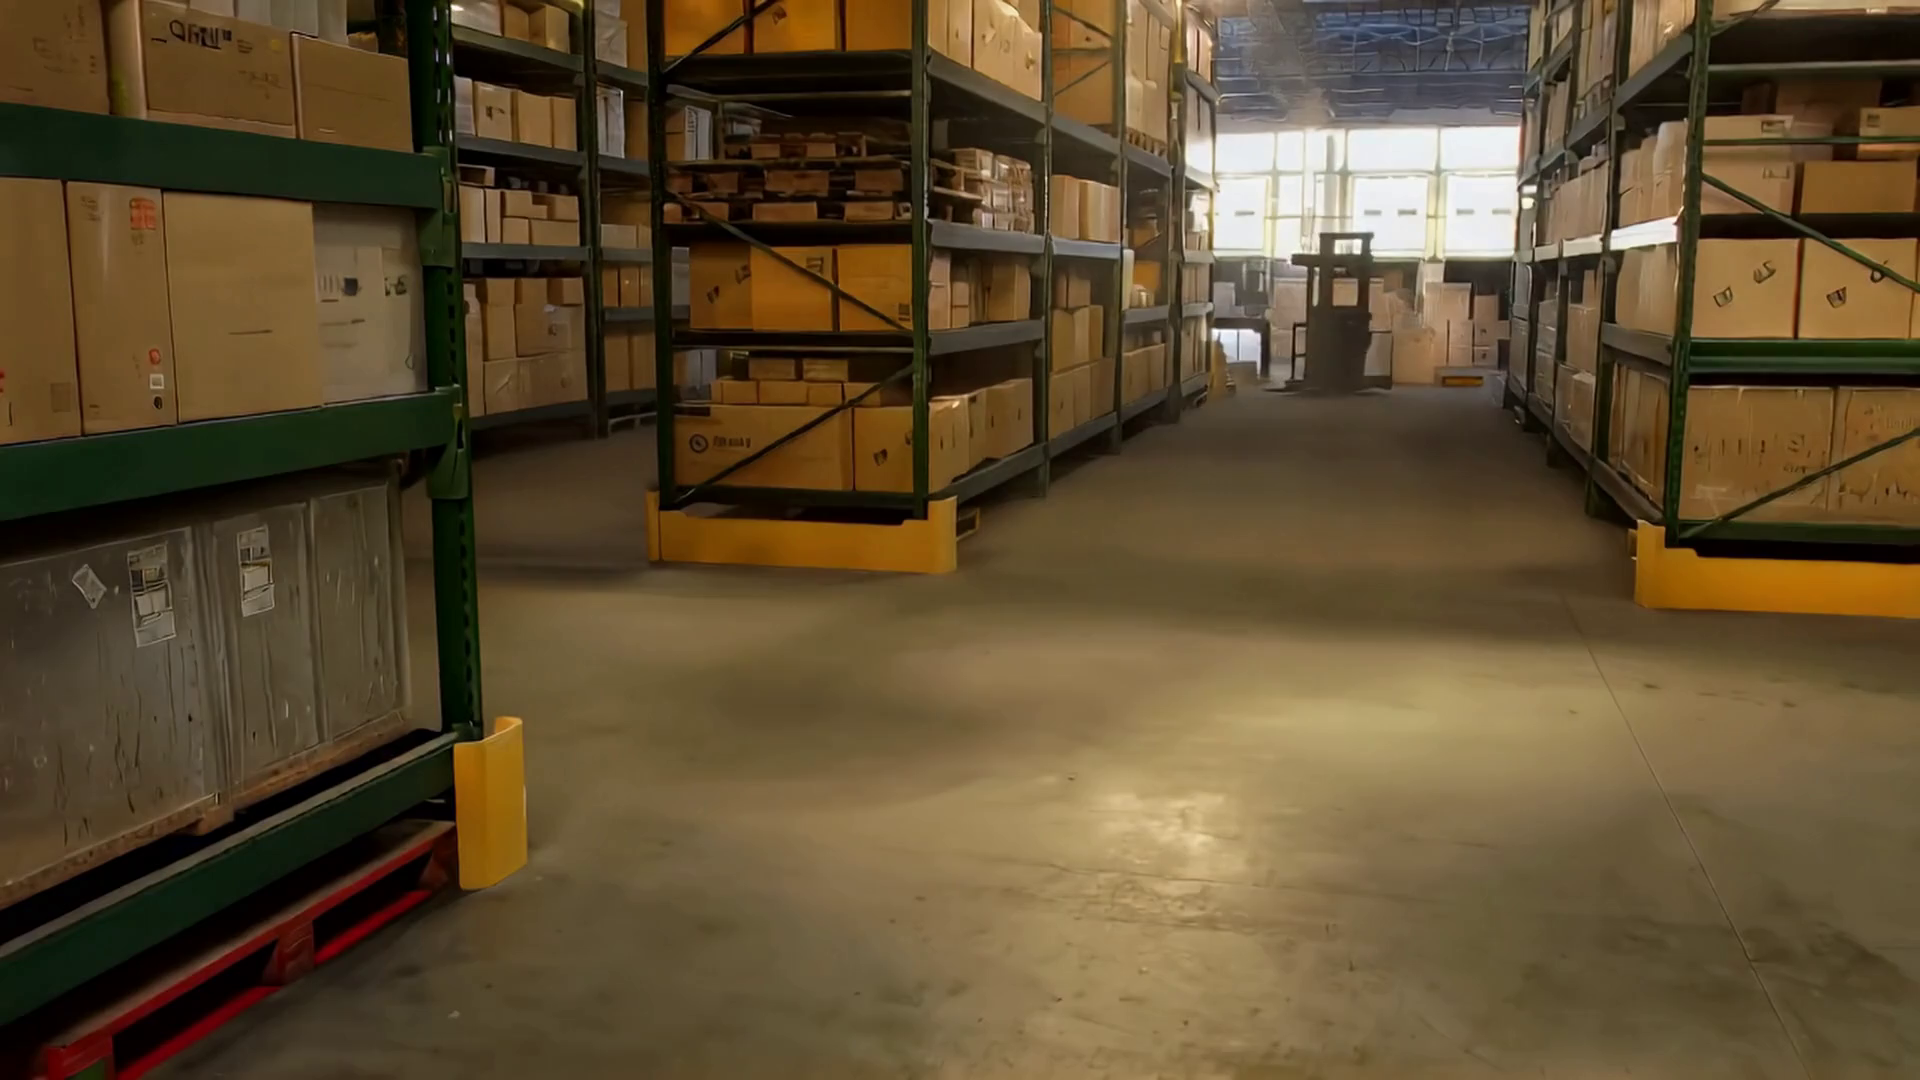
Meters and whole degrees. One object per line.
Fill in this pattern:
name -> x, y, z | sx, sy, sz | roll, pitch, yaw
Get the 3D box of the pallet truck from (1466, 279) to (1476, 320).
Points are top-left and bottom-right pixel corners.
pallet truck -> 18.896, -8.459, 60.307 | 1.885, 1.965, 0.823 | 5, 10, 31

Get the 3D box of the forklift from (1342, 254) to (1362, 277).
forklift -> 13.037, -8.079, 55.101 | 1.873, 2.768, 1.129 | -4, 10, -22

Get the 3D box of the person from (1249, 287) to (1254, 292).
person -> 10.809, -8.564, 61.928 | 0.533, 1.697, 0.318 | 4, 10, 25

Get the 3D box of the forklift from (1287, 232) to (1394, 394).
forklift -> 6.786, -4.023, 29.333 | 1.129, 2.768, 1.873 | 8, 12, 42

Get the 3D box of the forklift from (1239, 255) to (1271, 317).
forklift -> 10.342, -8.540, 58.027 | 1.129, 2.768, 1.873 | 2, 9, 15
